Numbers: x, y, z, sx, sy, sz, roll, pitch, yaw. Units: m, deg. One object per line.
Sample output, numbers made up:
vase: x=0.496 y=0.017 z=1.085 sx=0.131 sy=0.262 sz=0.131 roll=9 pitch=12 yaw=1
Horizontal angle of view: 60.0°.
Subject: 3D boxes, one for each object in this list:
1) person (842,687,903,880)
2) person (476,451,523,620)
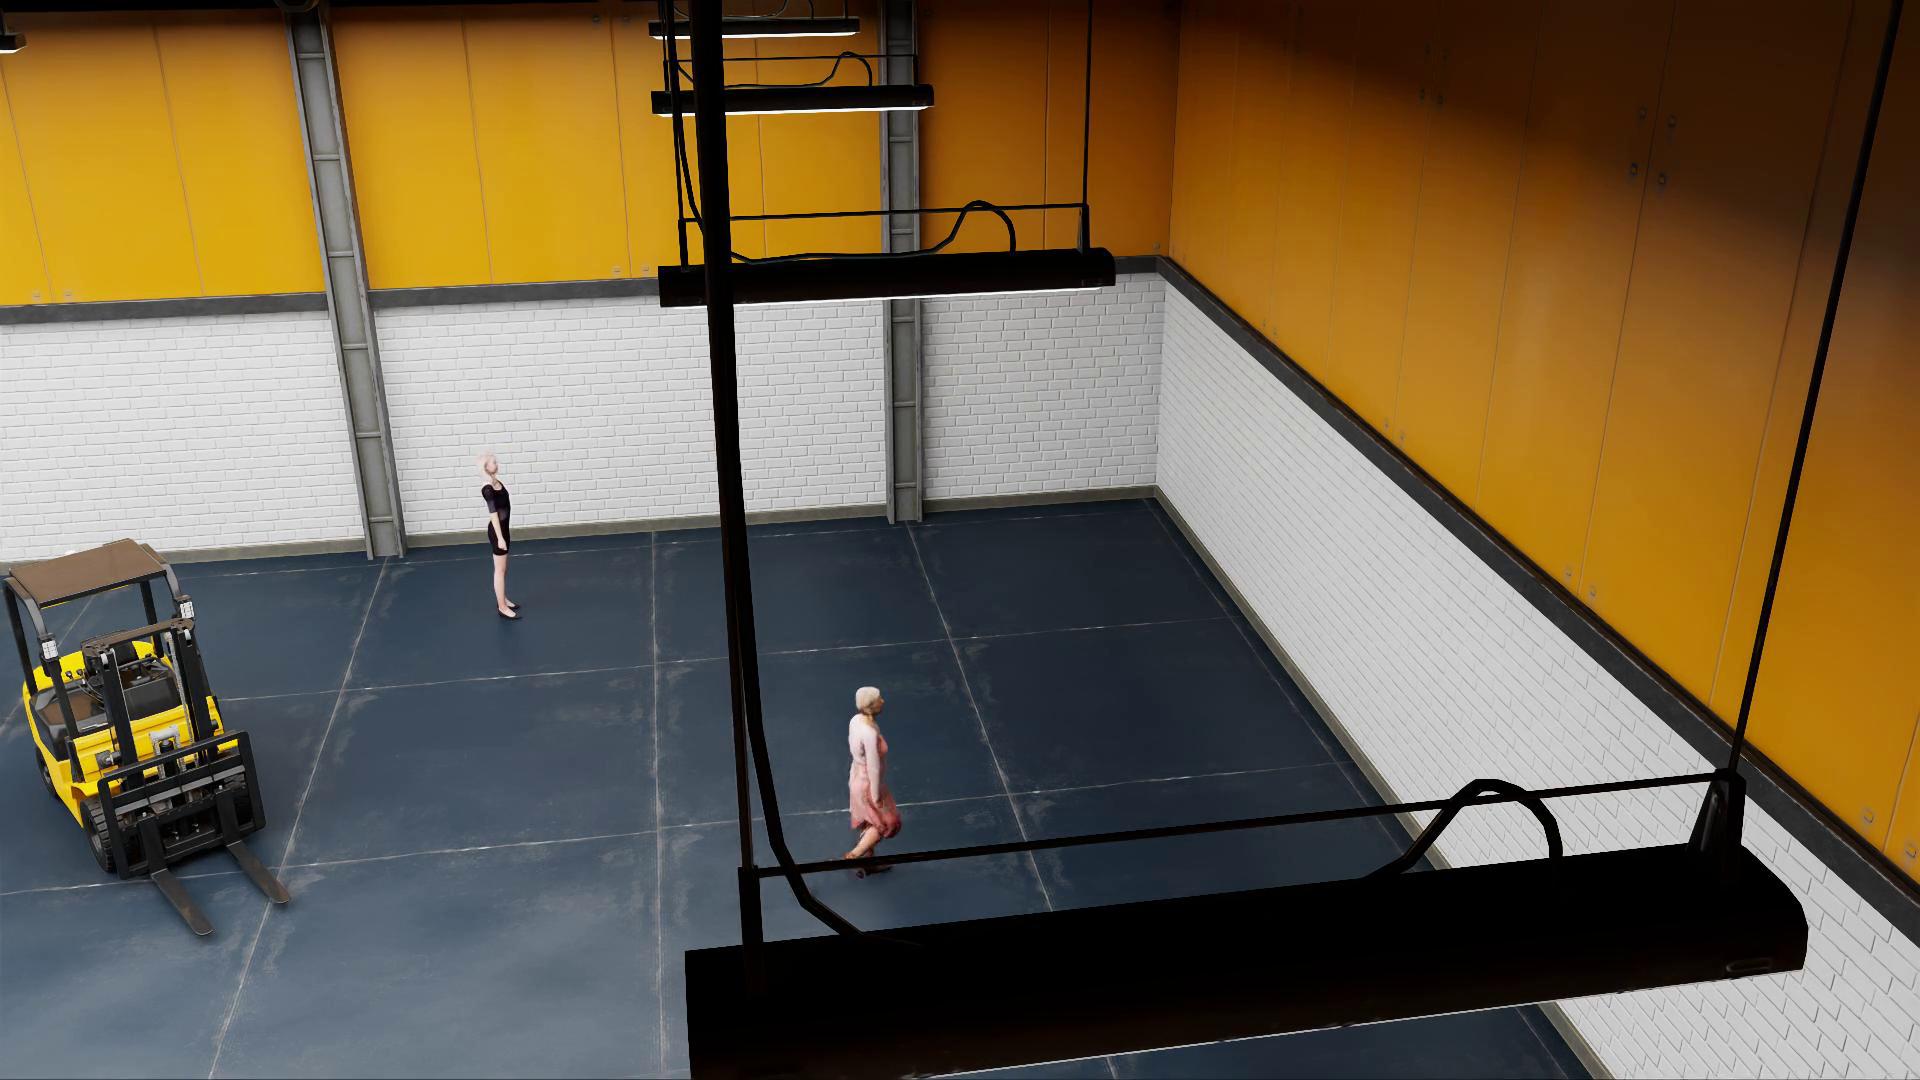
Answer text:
person: x=-0.776 y=1.925 z=12.960 sx=0.756 sy=1.683 sz=0.683 roll=-9 pitch=25 yaw=-19
person: x=-4.810 y=-0.062 z=17.324 sx=0.506 sy=1.828 sz=0.583 roll=-5 pitch=24 yaw=-12
